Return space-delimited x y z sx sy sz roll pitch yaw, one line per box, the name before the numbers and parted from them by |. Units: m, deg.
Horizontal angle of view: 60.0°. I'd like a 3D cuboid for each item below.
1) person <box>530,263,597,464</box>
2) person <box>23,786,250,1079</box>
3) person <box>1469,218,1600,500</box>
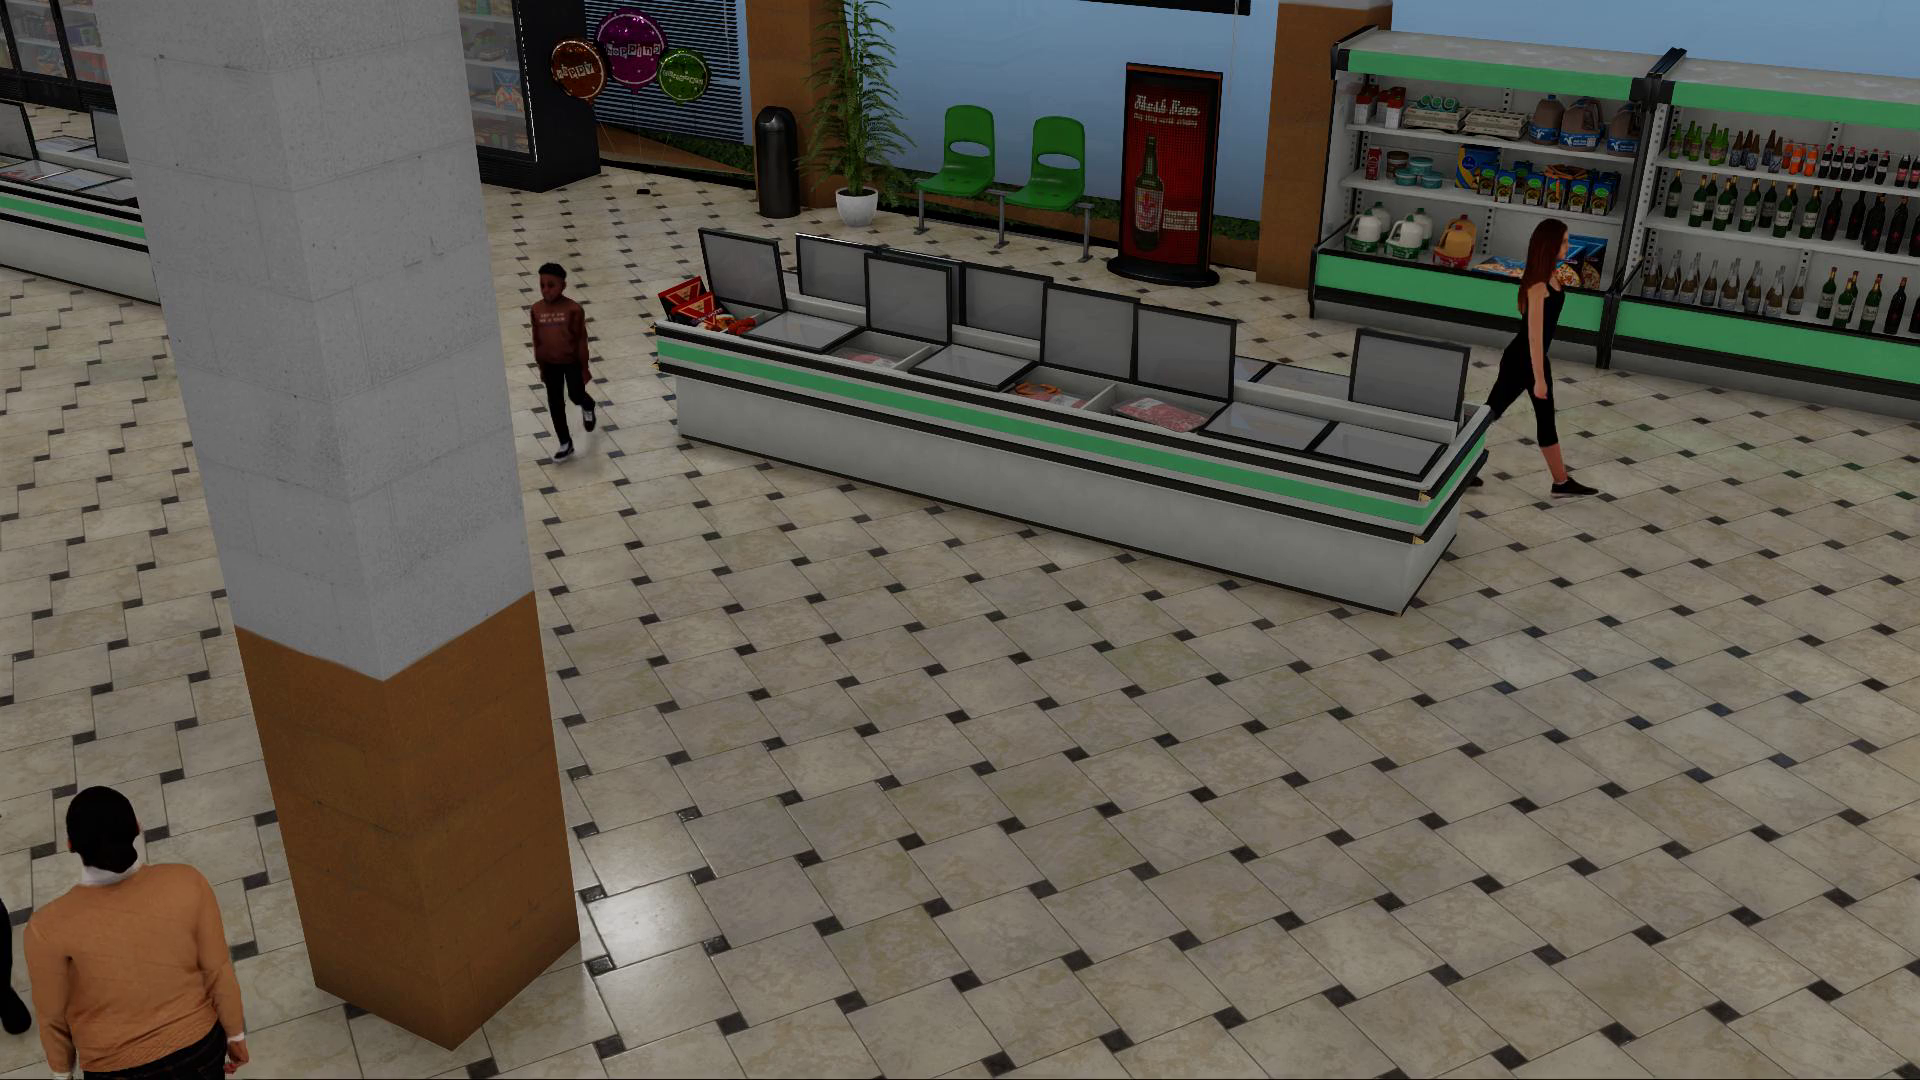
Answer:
person | -2.464 -1.139 10.436 0.839 1.239 0.779 3 27 6
person | -2.248 1.502 4.685 0.852 1.732 1.156 -23 35 -38
person | 3.211 -1.023 9.725 1.133 1.675 0.582 14 30 26
